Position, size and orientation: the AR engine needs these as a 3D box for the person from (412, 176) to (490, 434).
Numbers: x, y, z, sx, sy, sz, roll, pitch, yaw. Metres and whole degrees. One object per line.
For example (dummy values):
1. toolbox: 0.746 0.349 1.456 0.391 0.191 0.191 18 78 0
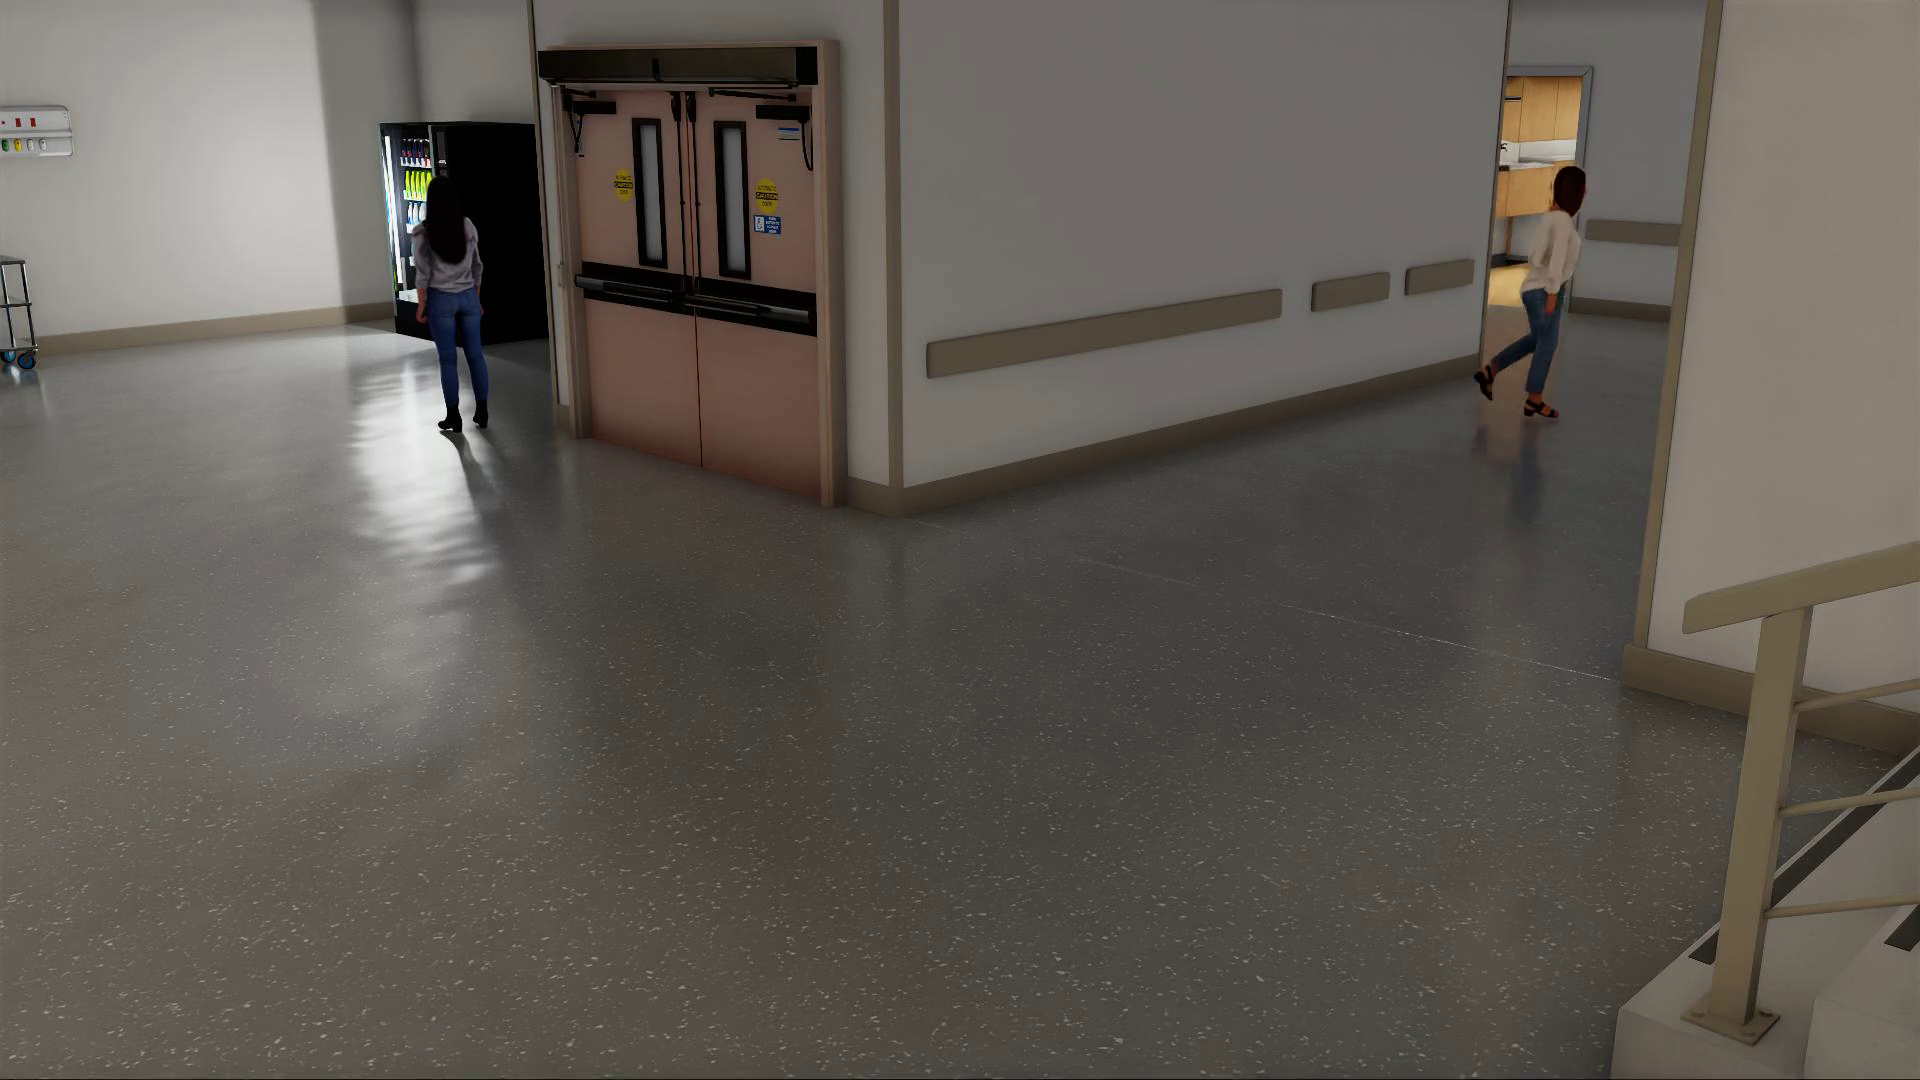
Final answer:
1. person: -3.264 -1.525 10.733 0.610 1.633 0.517 -13 21 -39

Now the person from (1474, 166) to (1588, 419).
1. person: 3.815 -1.639 11.090 0.969 1.660 0.877 2 16 8
